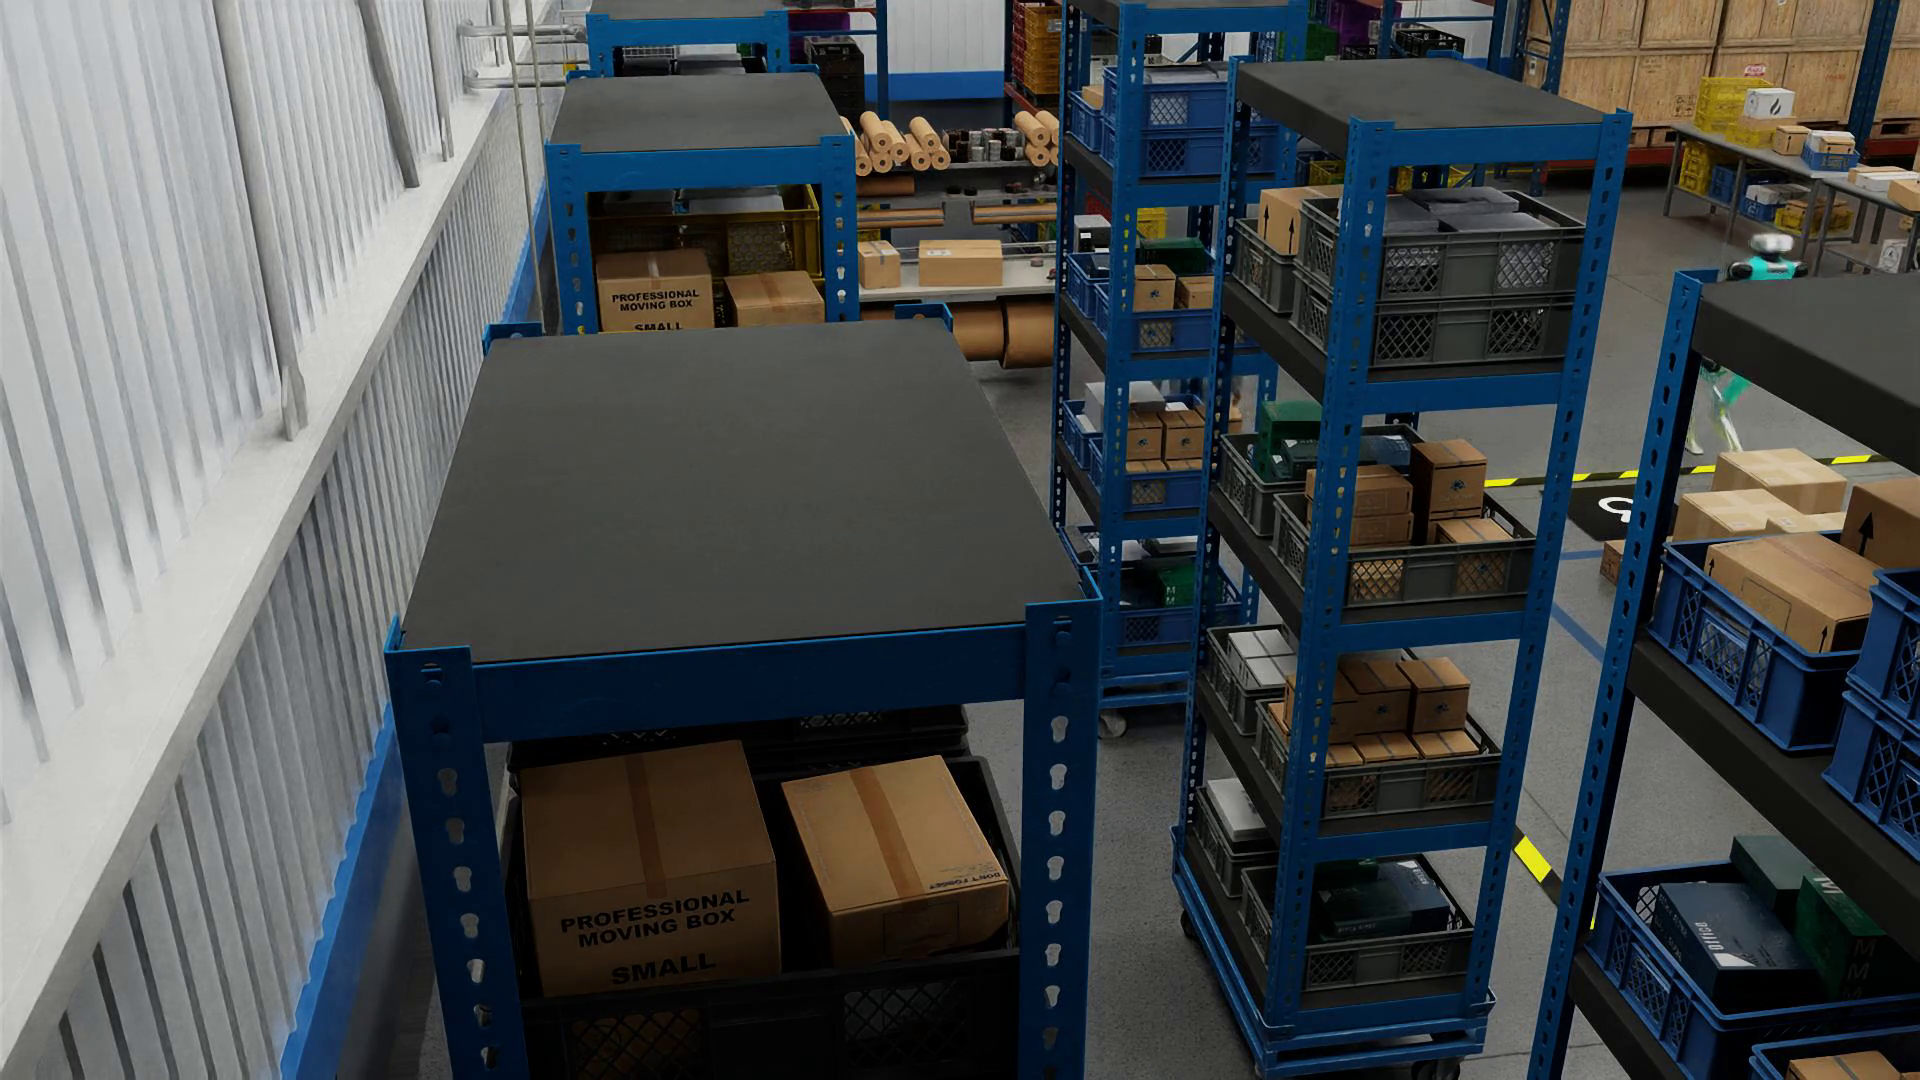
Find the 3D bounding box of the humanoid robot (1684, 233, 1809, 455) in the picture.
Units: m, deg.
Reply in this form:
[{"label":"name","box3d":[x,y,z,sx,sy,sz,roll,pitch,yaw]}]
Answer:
[{"label":"humanoid robot","box3d":[5.241,-1.282,11.337,0.547,1.730,1.025,-4,25,-8]}]

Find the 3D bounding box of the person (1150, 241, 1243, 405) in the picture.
[{"label":"person","box3d":[1.523,-1.050,10.722,0.603,1.823,0.830,-3,25,-7]}]
